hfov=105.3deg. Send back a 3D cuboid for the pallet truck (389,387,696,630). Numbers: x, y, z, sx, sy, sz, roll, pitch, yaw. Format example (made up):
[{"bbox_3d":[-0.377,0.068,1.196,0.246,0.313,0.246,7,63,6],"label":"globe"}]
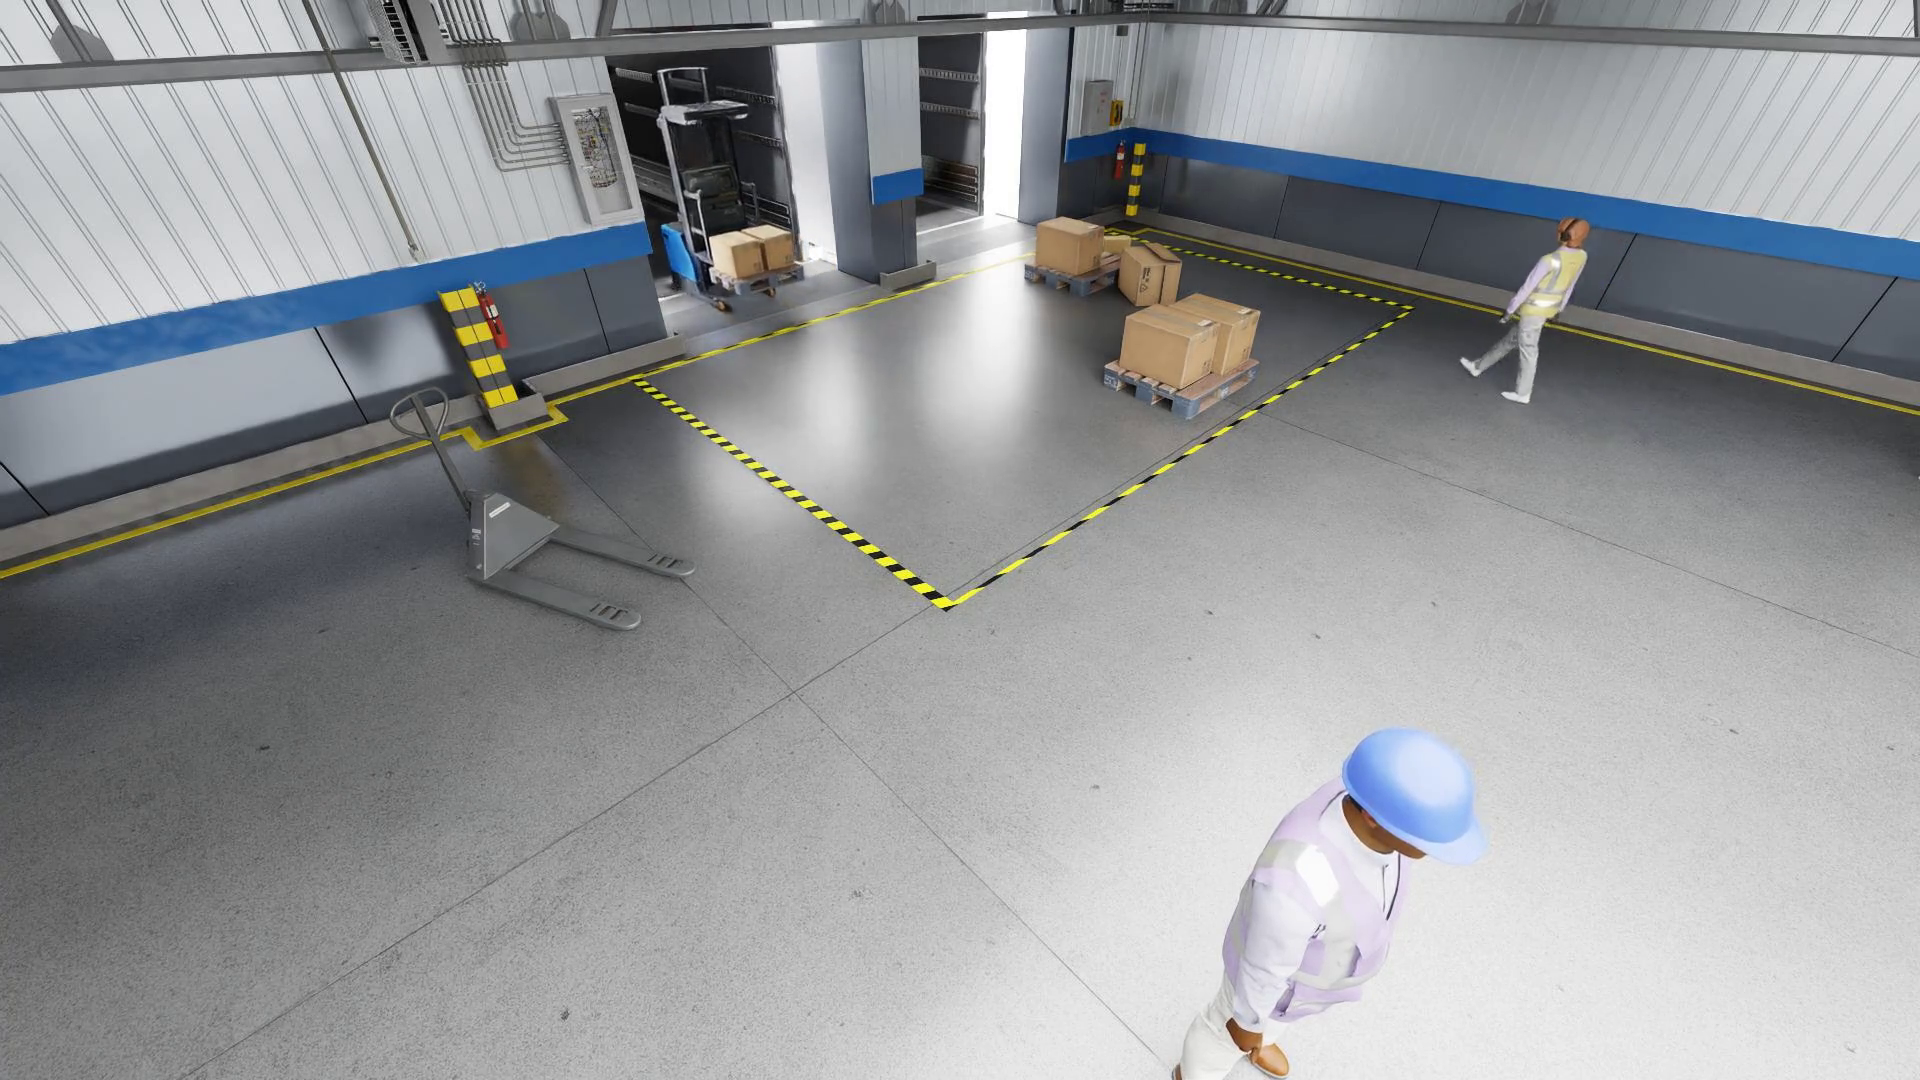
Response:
[{"bbox_3d":[-2.613,-0.247,4.593,1.601,1.201,0.680,14,40,17],"label":"pallet truck"}]

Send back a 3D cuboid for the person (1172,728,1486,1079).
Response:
[{"bbox_3d":[0.974,1.200,2.141,0.604,1.948,0.383,-28,46,-32],"label":"person"}]

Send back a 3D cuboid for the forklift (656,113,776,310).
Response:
[{"bbox_3d":[-3.177,-4.059,8.870,0.716,2.013,0.776,-30,47,-33],"label":"forklift"}]

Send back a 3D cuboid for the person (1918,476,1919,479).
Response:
[{"bbox_3d":[7.868,-1.110,5.296,0.492,1.743,0.295,-1,38,-2],"label":"person"}]

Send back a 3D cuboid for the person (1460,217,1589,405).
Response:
[{"bbox_3d":[5.193,-2.128,6.723,0.539,1.592,0.831,-14,40,-17],"label":"person"}]
